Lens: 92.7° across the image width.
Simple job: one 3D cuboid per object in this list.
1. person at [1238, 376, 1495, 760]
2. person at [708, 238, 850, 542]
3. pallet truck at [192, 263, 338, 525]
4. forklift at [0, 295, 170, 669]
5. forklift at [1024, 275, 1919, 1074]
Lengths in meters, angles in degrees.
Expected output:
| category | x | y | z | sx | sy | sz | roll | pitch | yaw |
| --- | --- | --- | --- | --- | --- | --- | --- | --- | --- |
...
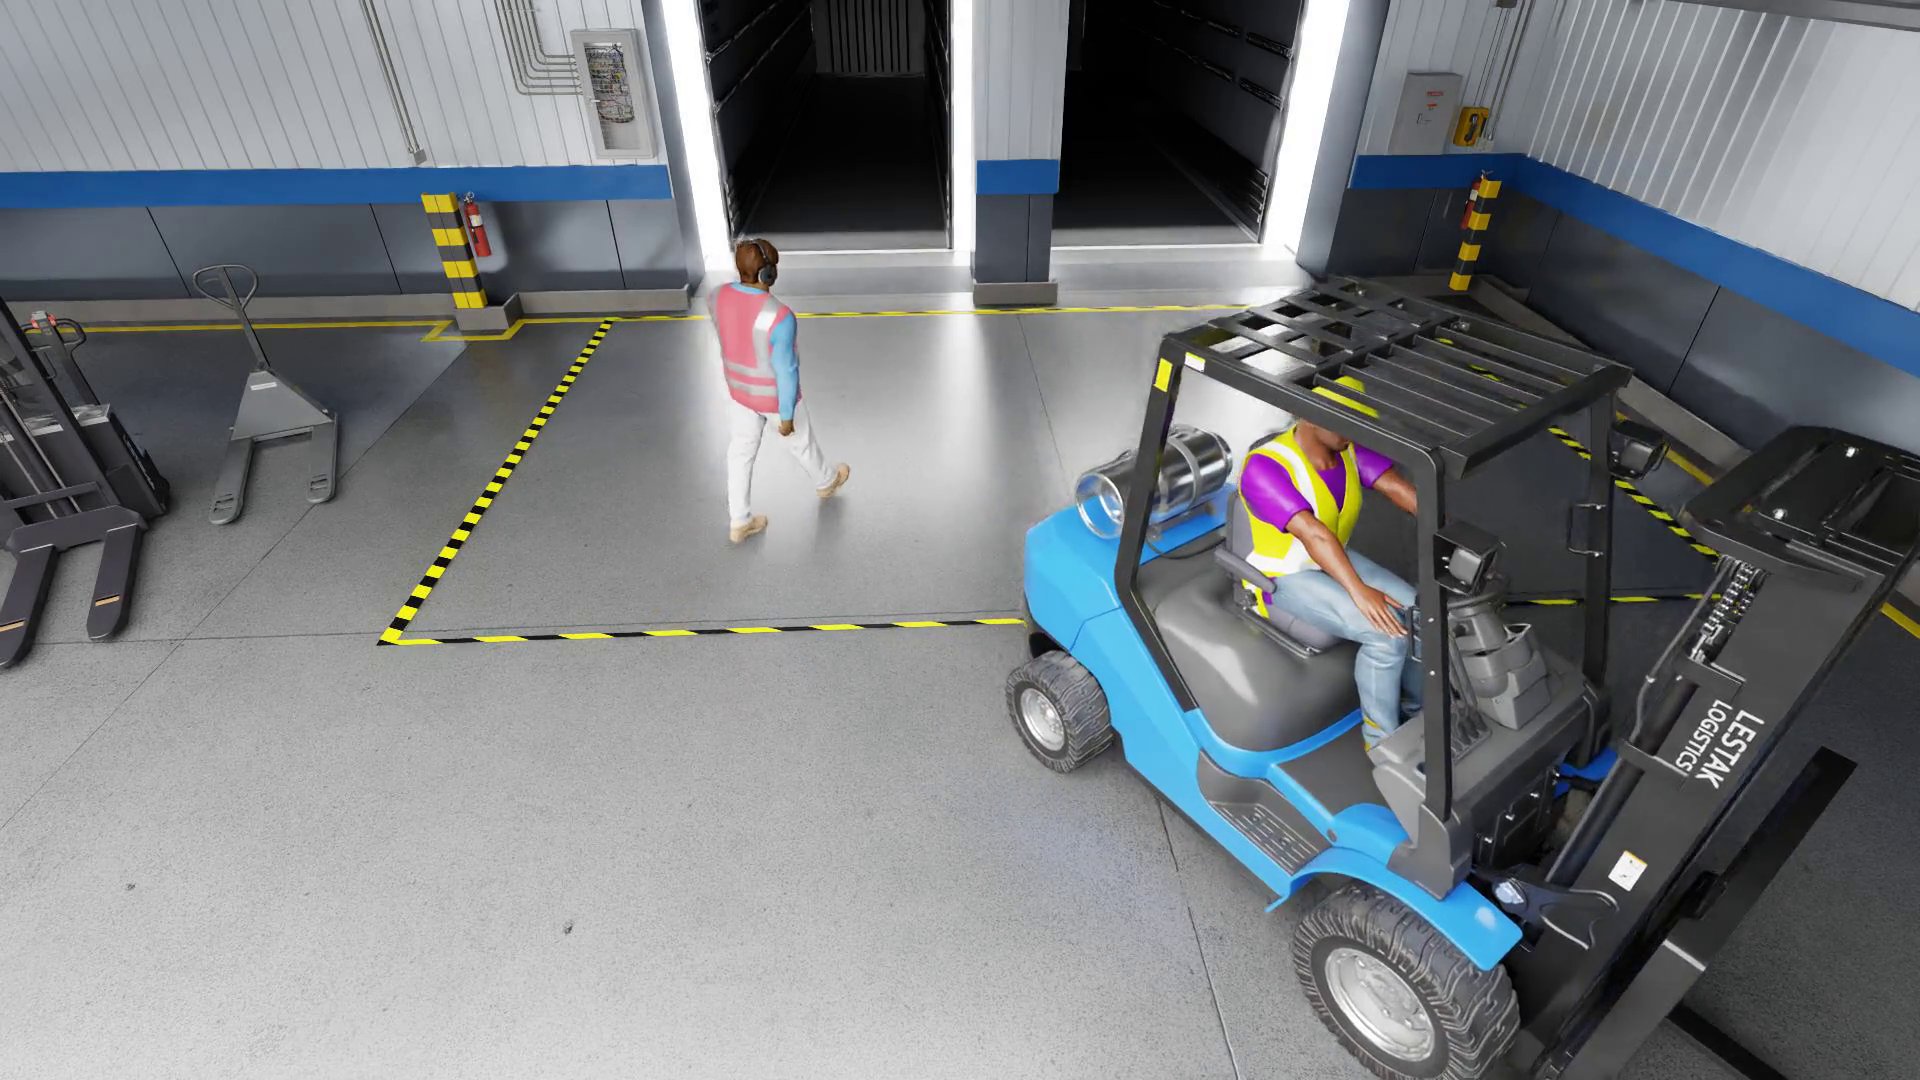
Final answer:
| category | x | y | z | sx | sy | sz | roll | pitch | yaw |
| --- | --- | --- | --- | --- | --- | --- | --- | --- | --- |
| person | 1.434 | 0.117 | 3.184 | 0.635 | 1.294 | 1.004 | -22 | 41 | -29 |
| person | -1.111 | -0.924 | 5.497 | 0.621 | 1.786 | 0.984 | 18 | 39 | 24 |
| pallet truck | -4.778 | -1.027 | 6.128 | 0.680 | 1.201 | 1.601 | -17 | 38 | -23 |
| forklift | -5.212 | -0.618 | 4.878 | 0.823 | 1.965 | 1.885 | -20 | 39 | -26 |
| forklift | 1.406 | 0.240 | 3.334 | 1.157 | 2.036 | 2.680 | -22 | 41 | -29 |
